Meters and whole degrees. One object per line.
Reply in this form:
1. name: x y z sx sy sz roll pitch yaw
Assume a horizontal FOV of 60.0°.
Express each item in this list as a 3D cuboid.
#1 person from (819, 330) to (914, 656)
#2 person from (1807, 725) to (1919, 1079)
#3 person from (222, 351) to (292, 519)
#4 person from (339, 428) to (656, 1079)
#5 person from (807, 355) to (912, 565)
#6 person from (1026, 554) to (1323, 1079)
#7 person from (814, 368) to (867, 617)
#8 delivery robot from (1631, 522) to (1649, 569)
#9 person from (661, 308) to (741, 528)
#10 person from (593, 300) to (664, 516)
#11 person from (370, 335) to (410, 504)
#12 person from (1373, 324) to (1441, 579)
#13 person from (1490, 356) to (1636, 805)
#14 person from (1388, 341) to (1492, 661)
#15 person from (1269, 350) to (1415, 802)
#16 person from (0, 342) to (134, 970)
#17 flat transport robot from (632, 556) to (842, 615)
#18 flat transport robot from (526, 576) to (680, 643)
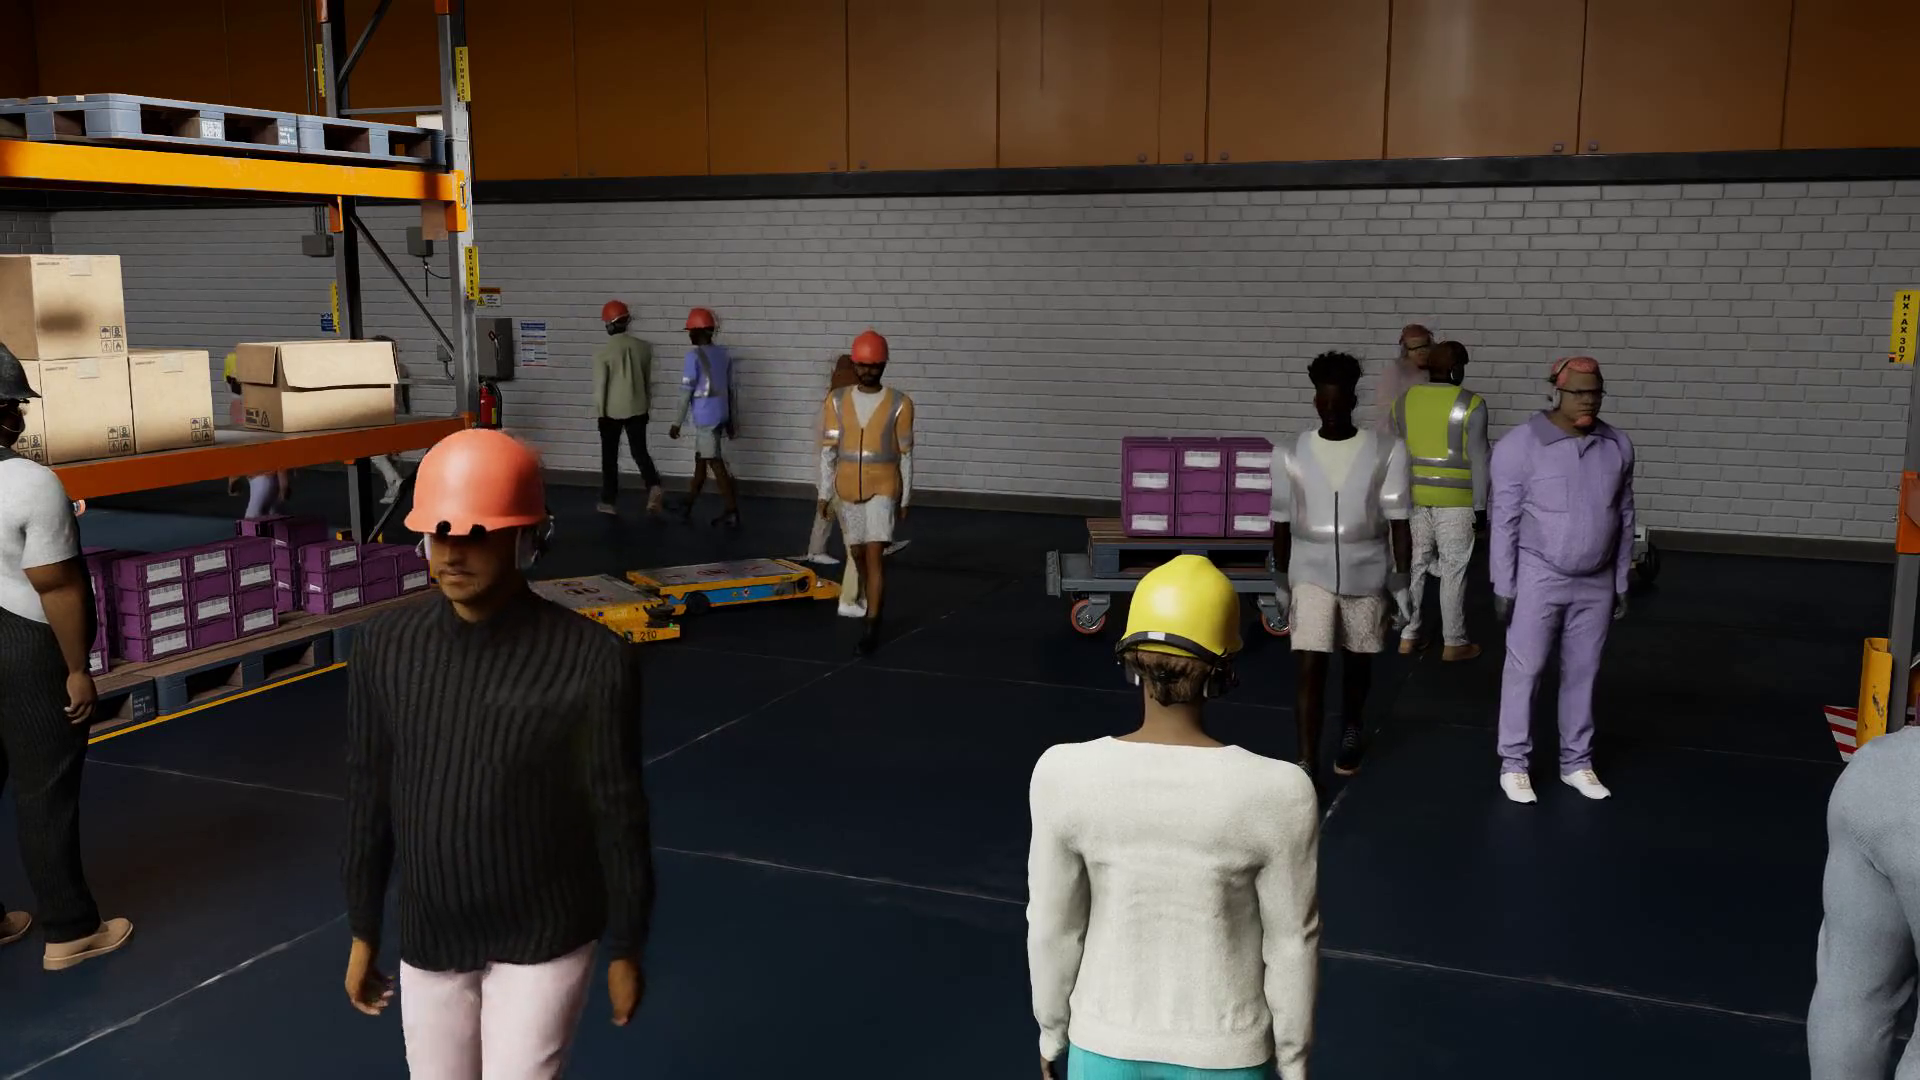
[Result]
1. person: -0.533 -0.320 10.043 0.538 1.908 0.957 2 10 13
2. person: 1.520 0.930 2.321 0.633 1.936 0.353 8 12 41
3. person: -4.732 -0.421 11.192 0.554 1.700 0.888 9 13 43
4. person: -0.902 0.744 3.345 0.625 1.973 0.829 2 10 15
5. person: -0.779 -0.600 12.599 0.854 1.589 0.546 -1 9 -8
6. person: 0.381 0.903 3.004 0.526 1.768 0.314 2 10 15
7. person: -0.662 -0.304 10.772 0.597 1.618 0.492 4 10 24
8. delivery robot: 4.749 -0.052 12.168 0.477 0.478 0.707 0 9 0
9. person: -2.301 -1.058 14.496 0.966 1.891 0.550 4 10 24
10. person: -3.016 -1.184 15.058 0.624 1.966 0.852 -7 12 -36
11. person: -5.369 -1.117 15.673 0.526 1.626 0.518 7 12 38
12. person: 3.225 -0.610 11.880 0.690 1.864 0.464 -5 10 -26
13. person: 2.554 0.174 7.031 0.635 1.899 0.401 -1 9 -9
14. person: 2.782 -0.226 9.619 0.625 1.844 0.429 9 13 44
15. person: 1.632 0.148 7.140 0.624 1.927 0.990 3 10 15
16. person: -3.074 0.369 5.404 0.689 2.000 0.539 2 10 12
17. flat transport robot: -1.576 0.301 11.168 1.431 0.197 0.652 -5 11 -30
18. flat transport robot: -2.324 0.426 10.408 0.652 0.197 1.431 -6 11 -31
